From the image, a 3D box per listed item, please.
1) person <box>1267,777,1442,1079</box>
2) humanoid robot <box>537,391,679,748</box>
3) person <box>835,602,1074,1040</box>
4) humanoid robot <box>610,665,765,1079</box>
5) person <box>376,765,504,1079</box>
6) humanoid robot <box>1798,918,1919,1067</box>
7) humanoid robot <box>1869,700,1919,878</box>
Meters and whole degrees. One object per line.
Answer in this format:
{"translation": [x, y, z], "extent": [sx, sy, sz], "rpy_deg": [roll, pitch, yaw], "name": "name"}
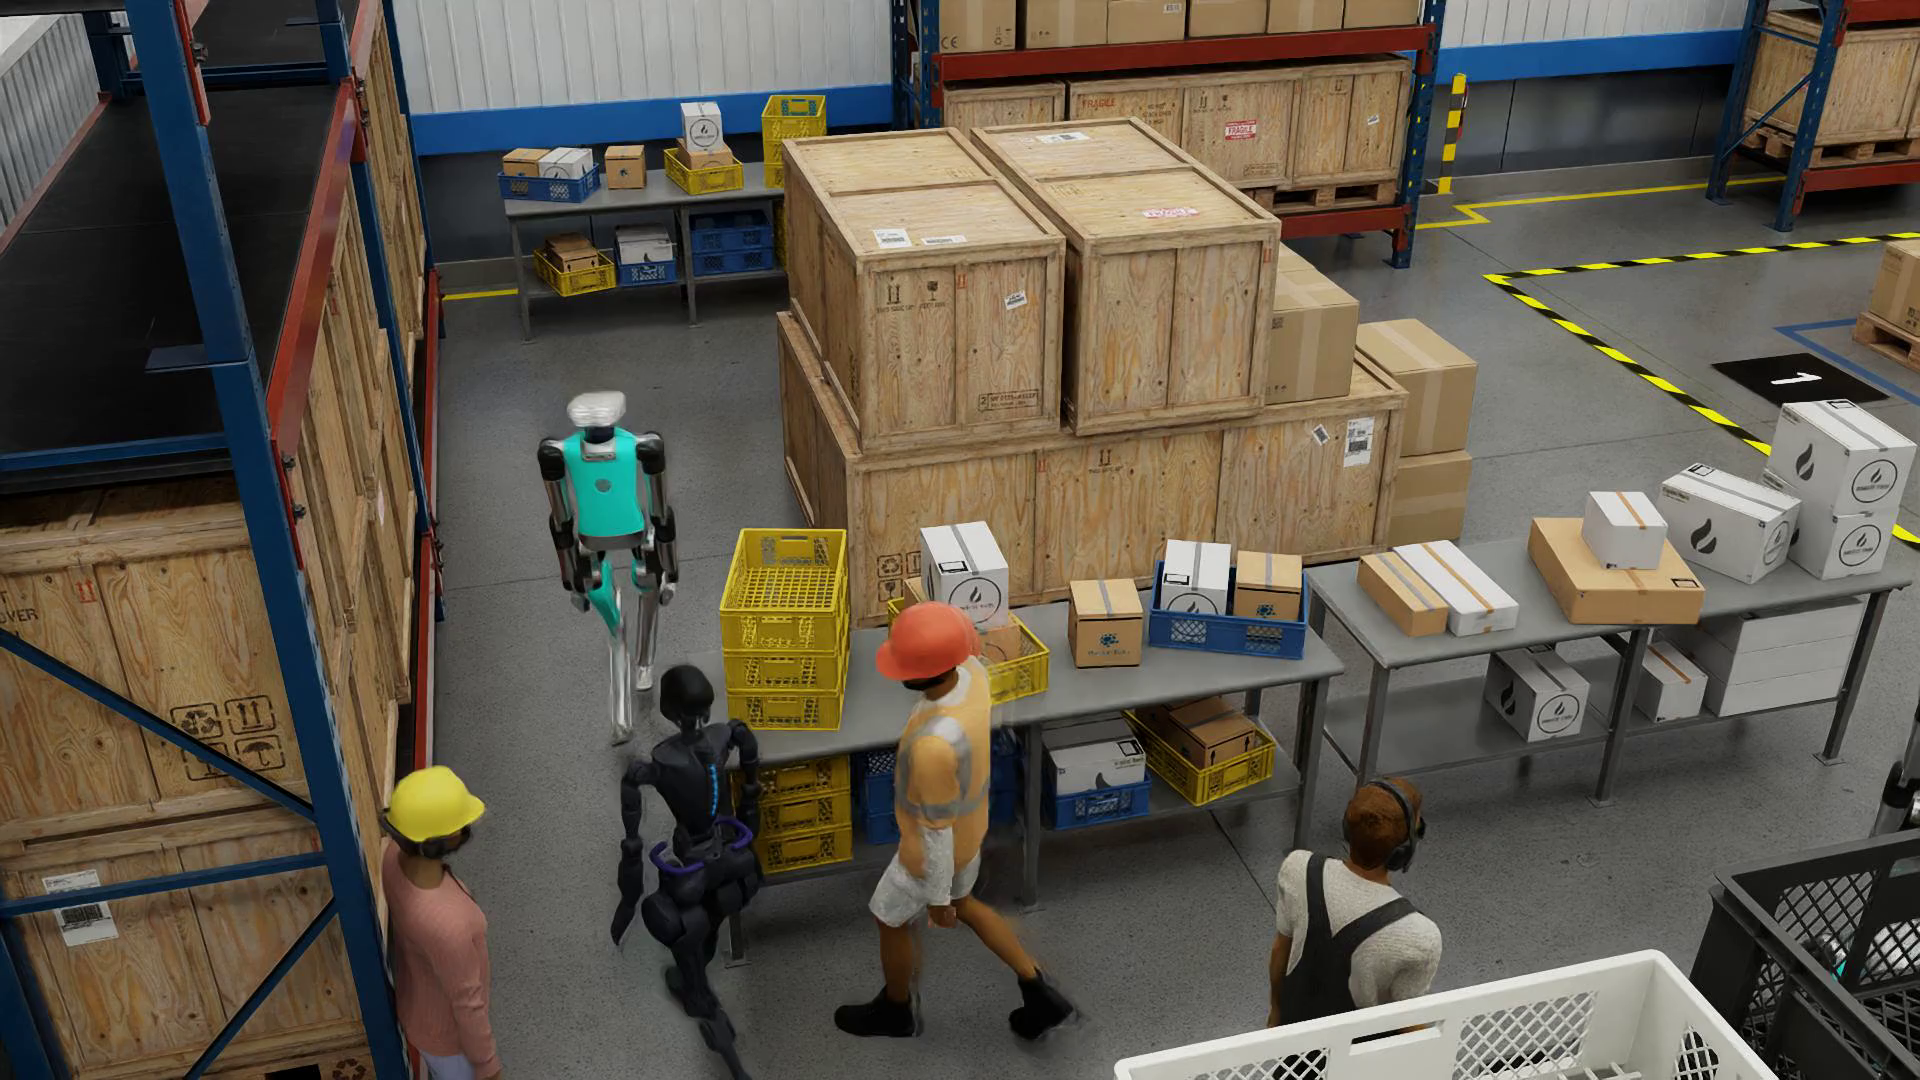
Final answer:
{"translation": [1.105, 1.463, 4.841], "extent": [0.505, 1.838, 0.337], "rpy_deg": [24, 37, 37], "name": "person"}
{"translation": [-1.524, 0.065, 7.473], "extent": [0.543, 1.730, 1.033], "rpy_deg": [-3, 29, -5], "name": "humanoid robot"}
{"translation": [-0.008, 0.994, 5.637], "extent": [0.848, 1.887, 0.596], "rpy_deg": [10, 30, 18], "name": "person"}
{"translation": [-0.895, 1.145, 5.647], "extent": [0.587, 1.645, 0.782], "rpy_deg": [-24, 37, -37], "name": "humanoid robot"}
{"translation": [-1.506, 1.418, 5.001], "extent": [0.343, 1.760, 0.534], "rpy_deg": [-18, 34, -29], "name": "person"}
{"translation": [2.089, 1.802, 4.354], "extent": [0.786, 1.800, 0.542], "rpy_deg": [-14, 32, -24], "name": "humanoid robot"}
{"translation": [3.424, 1.037, 5.714], "extent": [0.543, 1.765, 0.920], "rpy_deg": [16, 33, 27], "name": "humanoid robot"}
